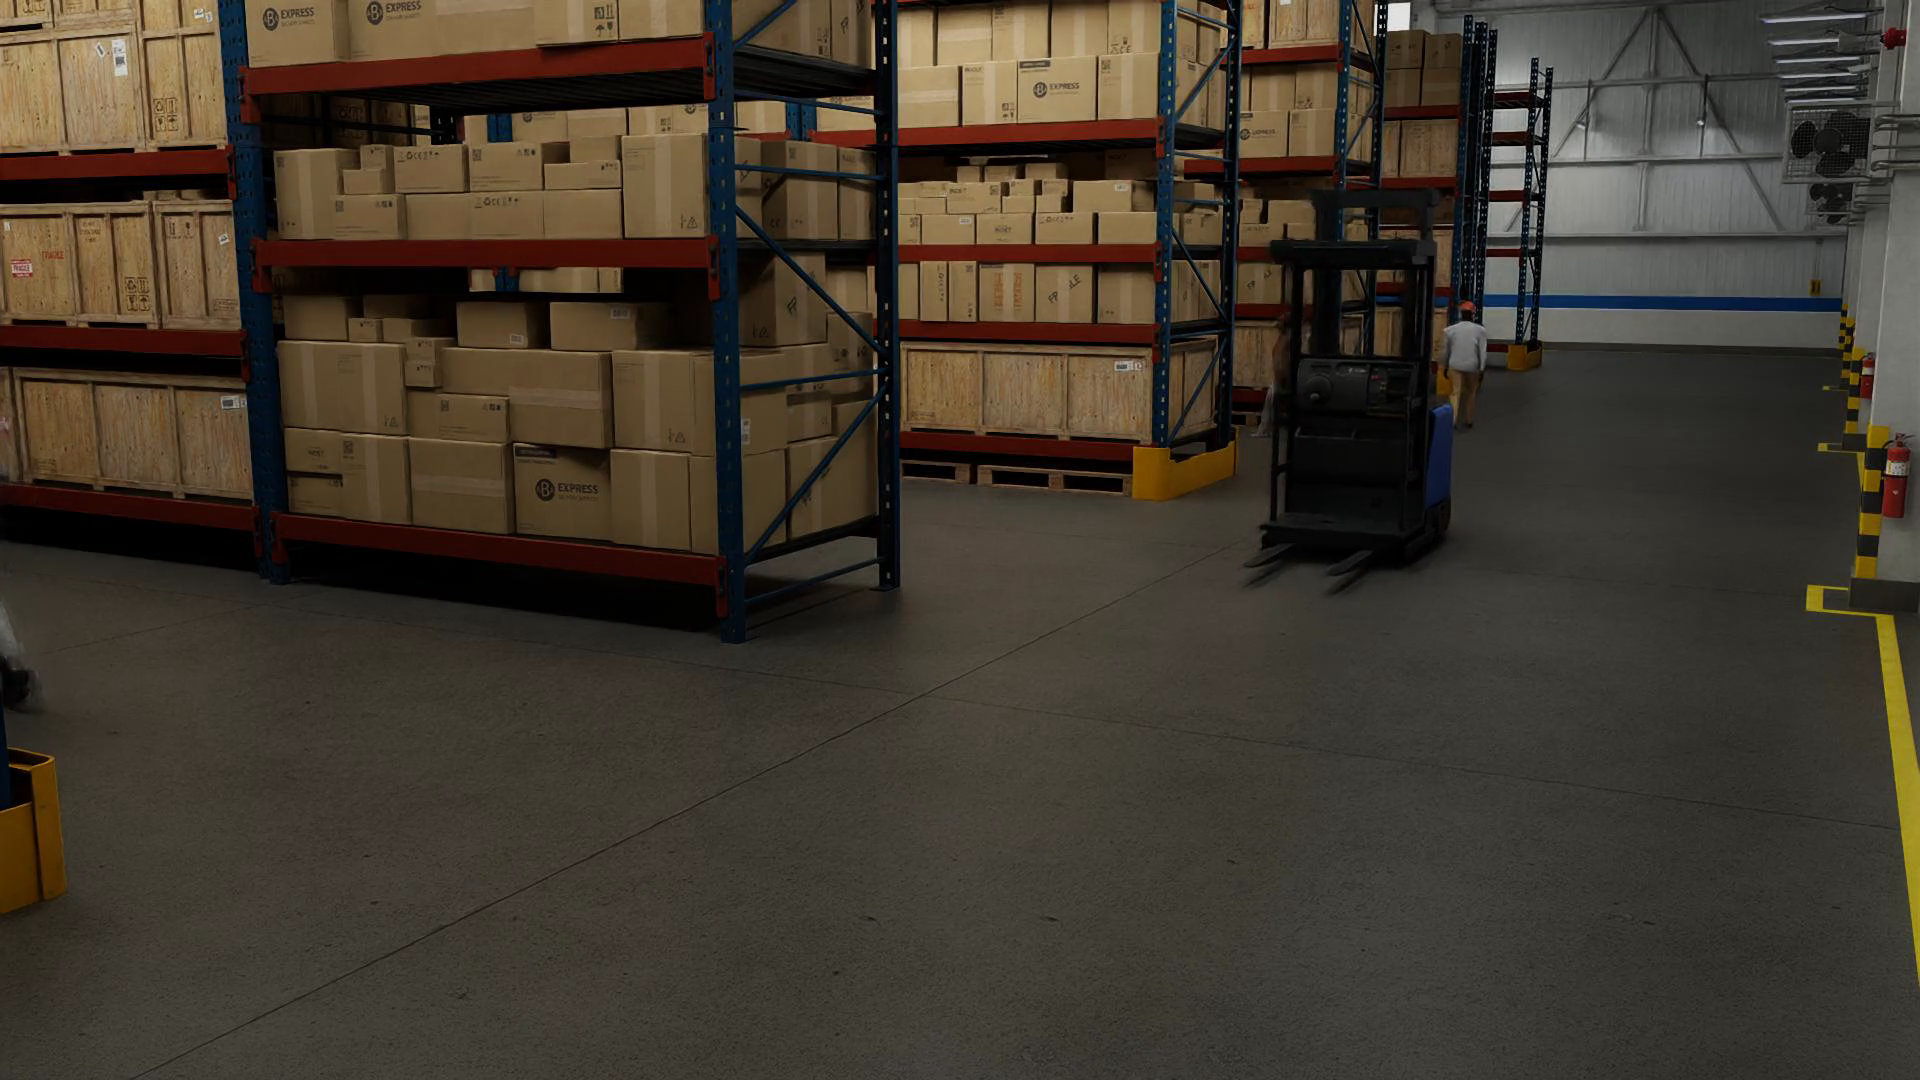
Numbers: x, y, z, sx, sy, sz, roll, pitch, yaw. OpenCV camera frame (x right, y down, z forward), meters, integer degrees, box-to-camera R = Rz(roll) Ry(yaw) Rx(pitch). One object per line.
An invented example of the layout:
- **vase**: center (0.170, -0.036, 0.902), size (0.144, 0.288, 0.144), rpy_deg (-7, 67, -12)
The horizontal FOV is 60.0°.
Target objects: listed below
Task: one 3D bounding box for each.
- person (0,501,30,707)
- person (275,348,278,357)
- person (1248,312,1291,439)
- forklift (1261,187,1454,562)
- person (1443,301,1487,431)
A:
- **person**: center (-5.183, -0.080, 8.520), size (0.898, 1.917, 0.615), rpy_deg (8, 12, 37)
- **person**: center (-6.526, -1.379, 16.026), size (0.751, 1.916, 0.562), rpy_deg (6, 12, 33)
- **person**: center (4.103, -2.055, 20.864), size (0.849, 1.601, 0.529), rpy_deg (-2, 10, -11)
- **forklift**: center (3.252, -1.374, 13.199), size (1.129, 2.768, 1.873), rpy_deg (5, 11, 27)
- **person**: center (6.630, -2.288, 21.887), size (0.561, 1.714, 0.848), rpy_deg (3, 10, 19)
